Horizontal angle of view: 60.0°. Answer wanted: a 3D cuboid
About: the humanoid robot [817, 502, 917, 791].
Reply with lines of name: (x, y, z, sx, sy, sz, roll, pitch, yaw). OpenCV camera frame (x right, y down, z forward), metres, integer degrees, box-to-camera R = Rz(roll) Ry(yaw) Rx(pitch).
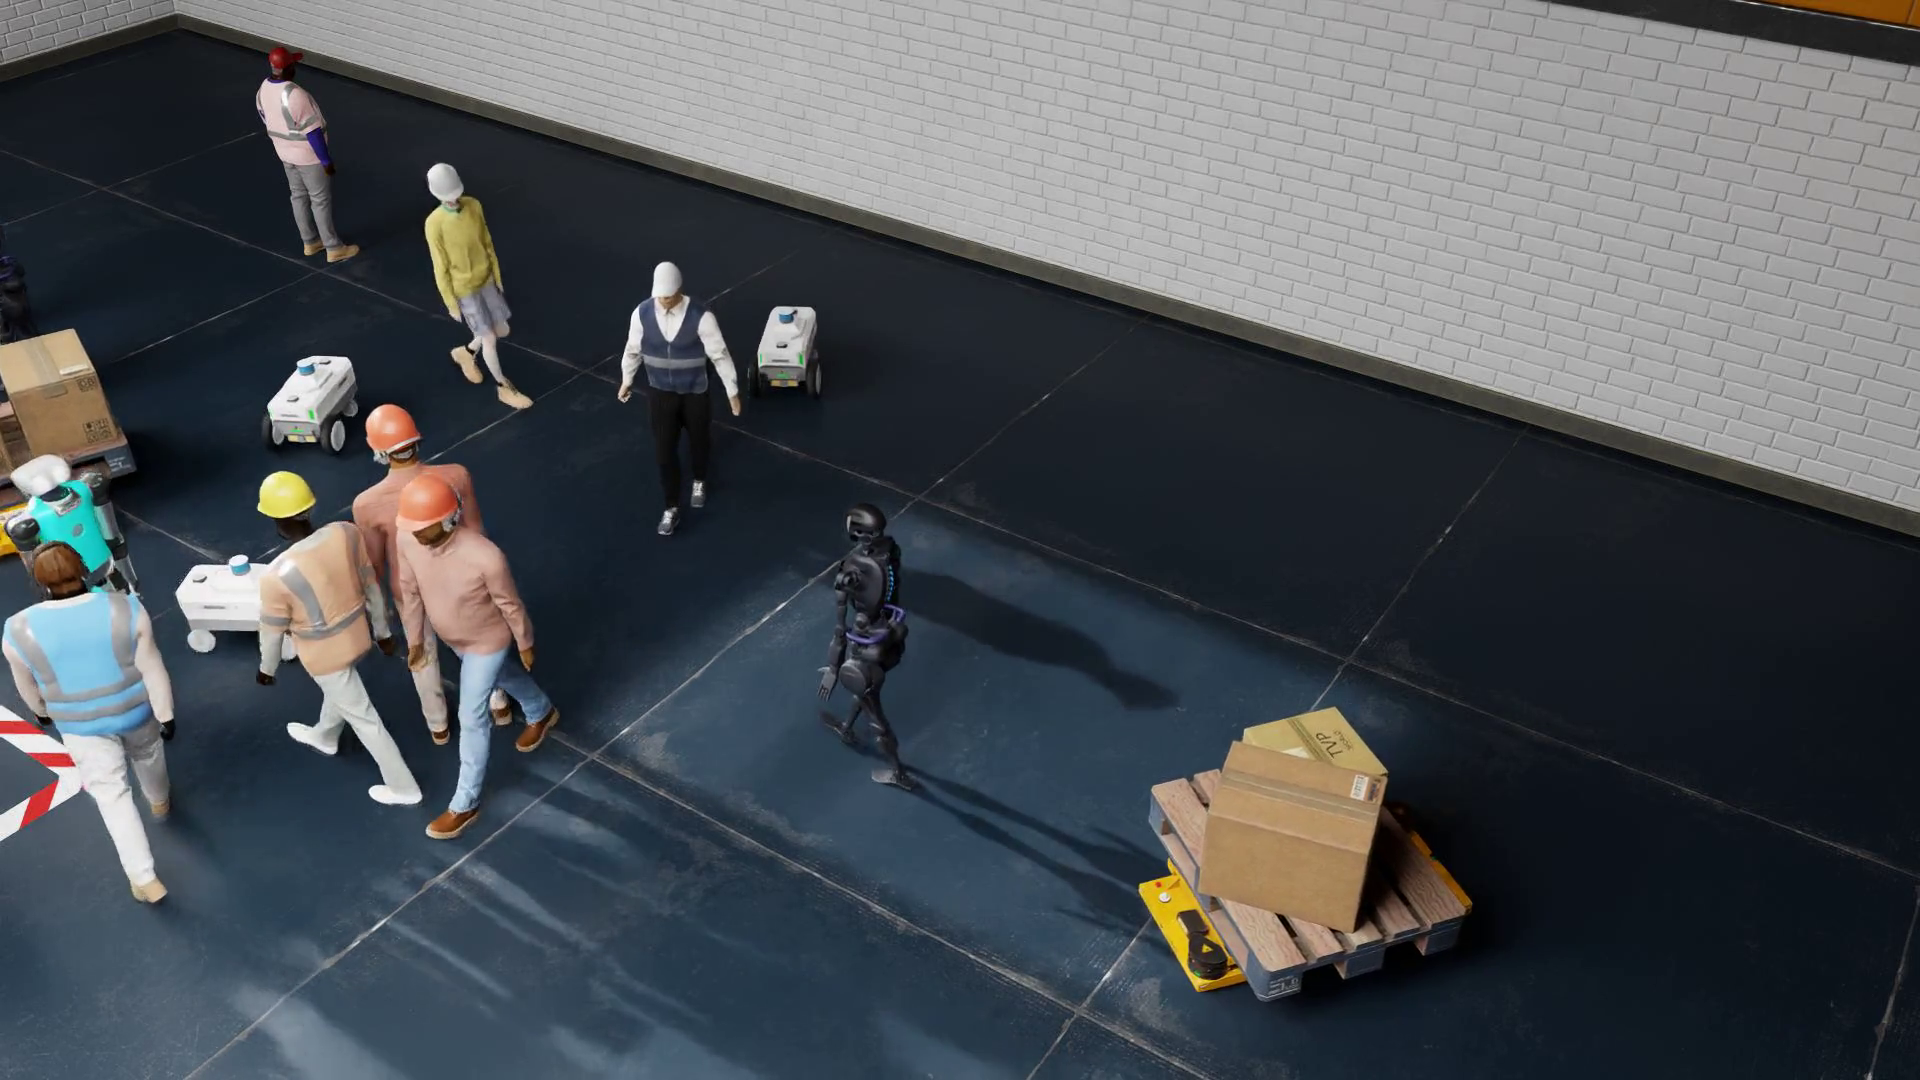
humanoid robot: (-0.522, 0.519, 8.311, 0.696, 1.638, 0.595, 18, 39, 24)

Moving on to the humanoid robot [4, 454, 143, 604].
humanoid robot: (-4.555, 0.302, 8.541, 0.671, 1.780, 0.556, 18, 39, 23)

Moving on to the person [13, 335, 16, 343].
person: (-7.395, -2.253, 12.095, 0.502, 1.865, 0.335, -18, 39, -24)

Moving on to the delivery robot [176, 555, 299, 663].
delivery robot: (-4.025, 0.361, 9.507, 0.788, 0.605, 0.499, 1, 35, 2)

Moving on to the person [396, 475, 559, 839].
person: (-2.393, 0.458, 8.164, 0.587, 1.936, 1.055, 18, 39, 24)

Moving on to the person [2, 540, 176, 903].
person: (-3.993, 0.822, 7.772, 0.631, 1.788, 0.986, -17, 38, -22)

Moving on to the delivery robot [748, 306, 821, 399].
delivery robot: (-1.246, -1.385, 11.979, 0.516, 0.578, 0.736, 2, 35, 3)

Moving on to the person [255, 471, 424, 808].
person: (-3.159, 0.489, 8.163, 0.975, 1.877, 0.596, 12, 37, 17)

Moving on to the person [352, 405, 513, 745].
person: (-2.705, 0.189, 8.505, 0.627, 1.976, 0.406, -18, 39, -24)

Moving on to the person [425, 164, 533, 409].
person: (-3.377, -1.743, 11.366, 0.592, 1.858, 0.513, 20, 40, 26)

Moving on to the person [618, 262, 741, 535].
person: (-1.742, -0.861, 10.210, 0.788, 1.730, 0.778, 0, 35, 0)

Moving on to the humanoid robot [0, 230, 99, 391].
humanoid robot: (-6.601, -1.752, 11.587, 0.742, 1.645, 0.589, -13, 37, -18)

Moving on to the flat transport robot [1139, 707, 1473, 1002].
flat transport robot: (1.635, 1.670, 7.877, 1.431, 0.231, 0.659, -11, 37, -16)

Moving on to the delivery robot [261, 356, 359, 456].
delivery robot: (-4.431, -0.930, 11.353, 0.523, 0.607, 0.778, 4, 35, 5)

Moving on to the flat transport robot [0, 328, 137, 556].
flat transport robot: (-6.069, -0.395, 10.828, 0.659, 0.231, 1.431, -21, 40, -27)

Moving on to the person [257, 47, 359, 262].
person: (-5.274, -3.102, 13.402, 0.601, 1.754, 0.420, 20, 39, 26)
